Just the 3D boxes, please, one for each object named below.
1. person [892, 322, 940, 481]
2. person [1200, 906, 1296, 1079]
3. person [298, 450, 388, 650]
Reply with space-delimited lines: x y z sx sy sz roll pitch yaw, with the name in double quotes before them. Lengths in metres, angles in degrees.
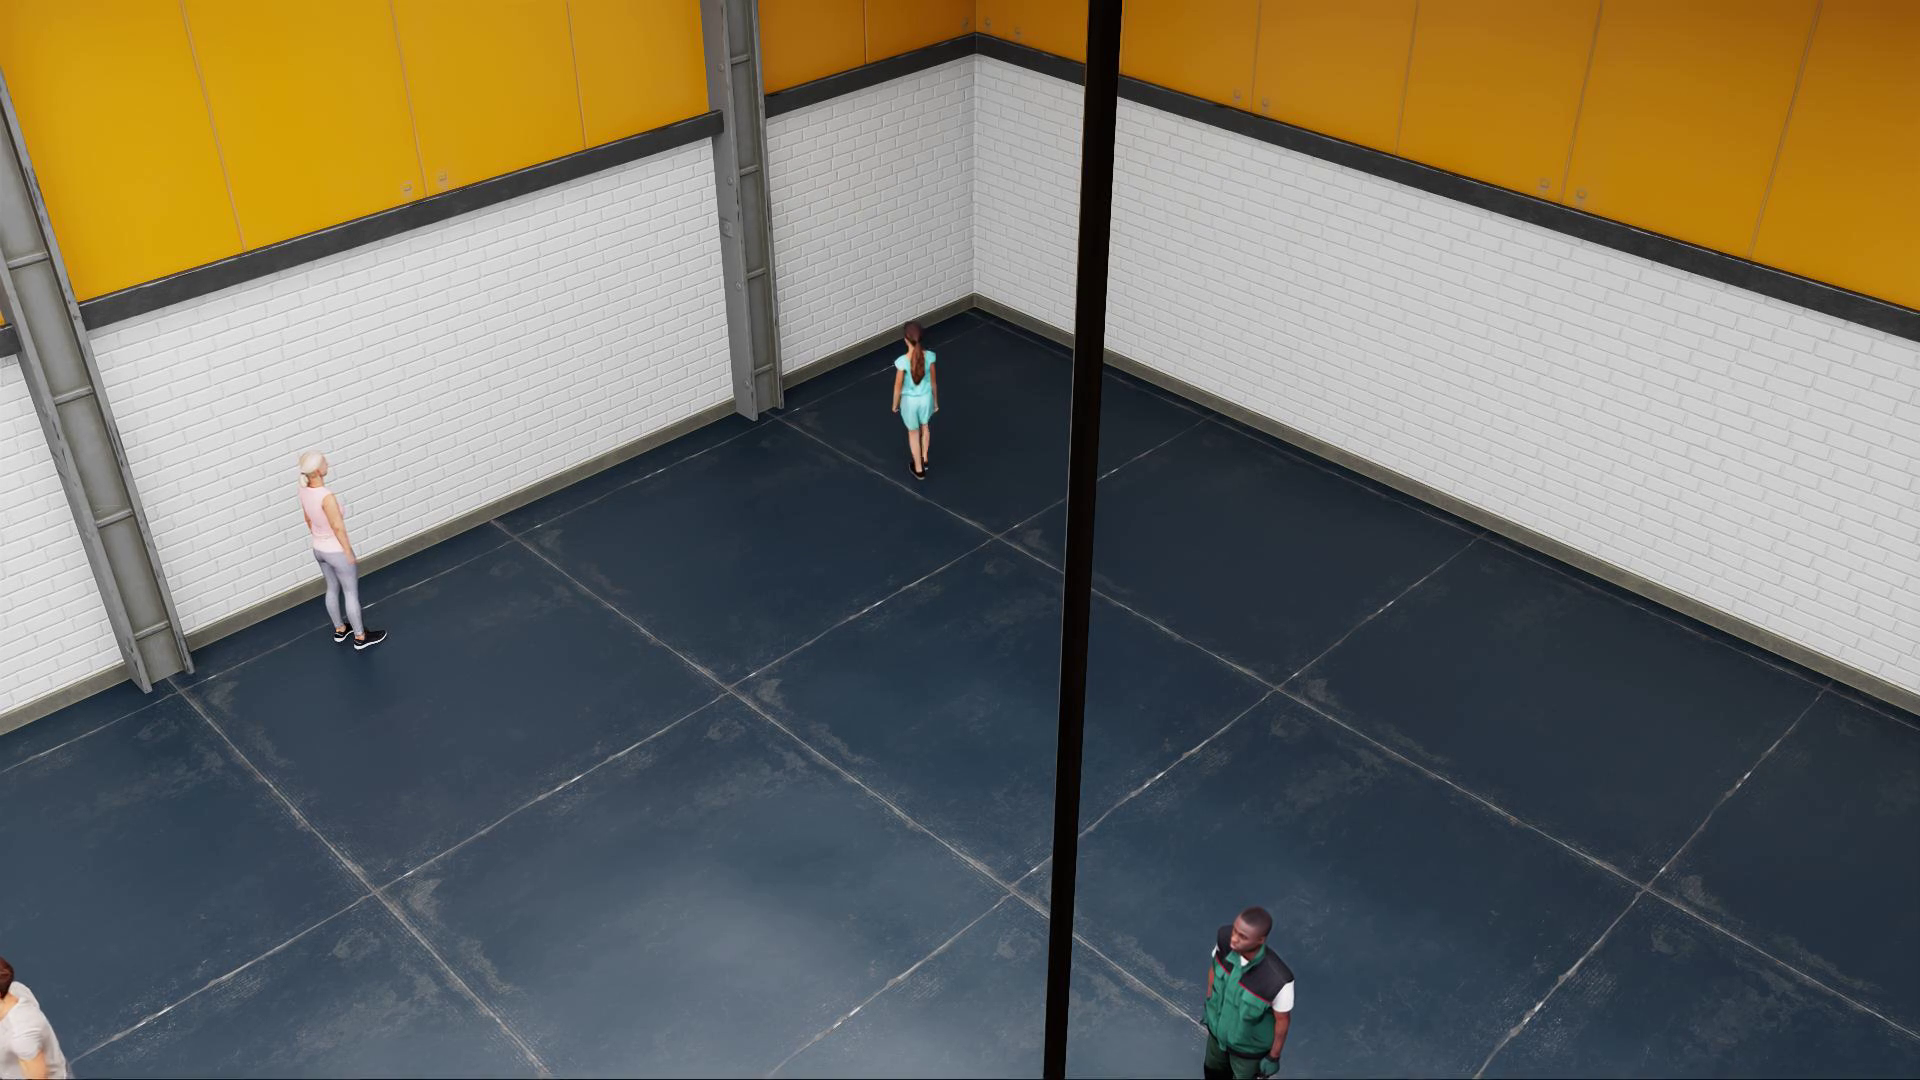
"person" -0.368 -1.227 15.002 0.652 1.552 0.727 -12 35 -17
"person" 1.515 2.637 8.930 0.621 1.838 0.711 -23 40 -31
"person" -4.871 0.070 12.893 0.596 1.726 0.568 21 39 28
